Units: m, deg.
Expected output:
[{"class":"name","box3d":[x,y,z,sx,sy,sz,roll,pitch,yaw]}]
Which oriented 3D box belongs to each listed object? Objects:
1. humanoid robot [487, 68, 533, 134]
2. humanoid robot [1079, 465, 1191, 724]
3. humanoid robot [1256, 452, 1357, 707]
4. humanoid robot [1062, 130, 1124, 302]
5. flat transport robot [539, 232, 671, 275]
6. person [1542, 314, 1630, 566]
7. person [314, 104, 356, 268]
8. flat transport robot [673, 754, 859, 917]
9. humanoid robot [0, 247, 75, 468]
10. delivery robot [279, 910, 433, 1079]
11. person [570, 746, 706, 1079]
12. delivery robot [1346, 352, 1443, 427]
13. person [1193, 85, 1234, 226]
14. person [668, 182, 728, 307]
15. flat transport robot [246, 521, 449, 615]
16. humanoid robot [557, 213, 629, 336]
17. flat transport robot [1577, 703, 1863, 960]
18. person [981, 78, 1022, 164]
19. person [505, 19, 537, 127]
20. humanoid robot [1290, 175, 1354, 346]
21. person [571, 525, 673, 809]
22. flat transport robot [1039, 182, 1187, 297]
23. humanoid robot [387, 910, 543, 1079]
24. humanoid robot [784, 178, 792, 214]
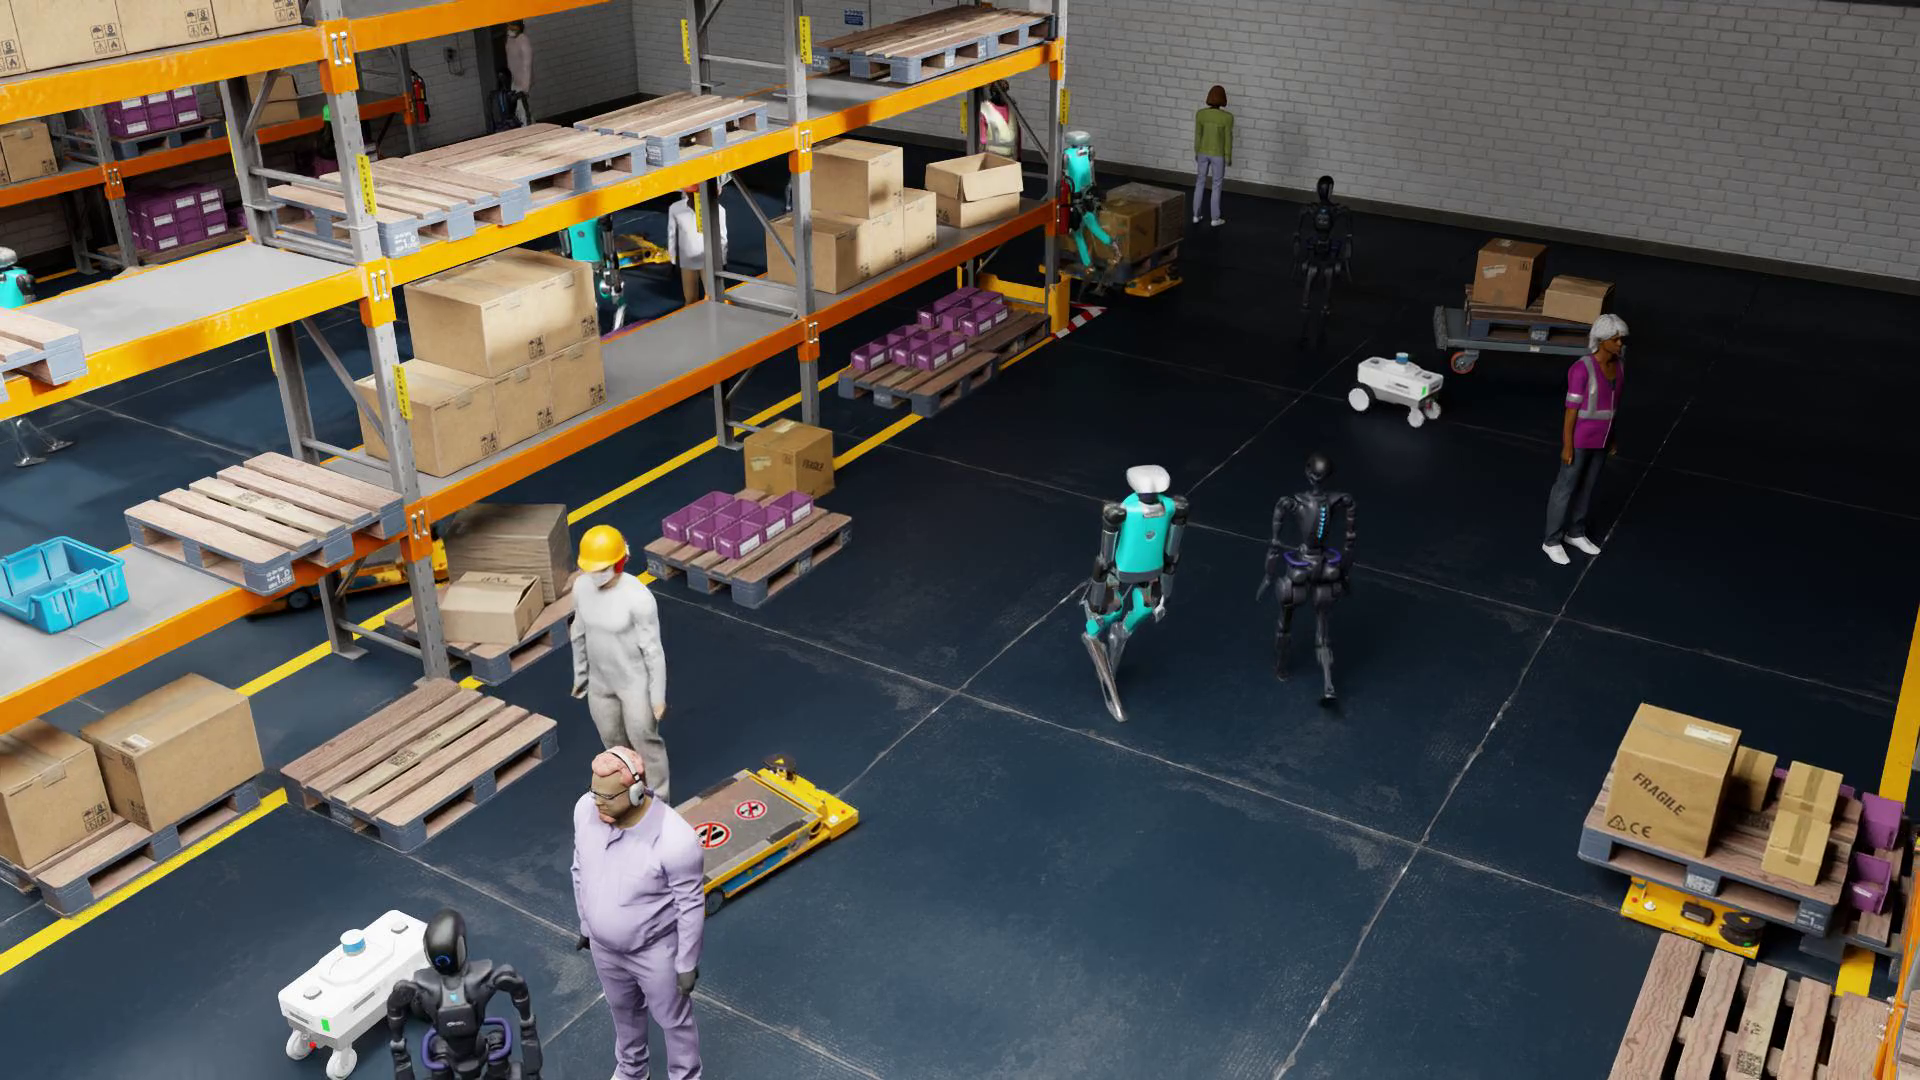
[{"class":"humanoid robot","box3d":[-5.528,-5.011,20.561,0.608,1.621,0.790,5,27,9]},{"class":"humanoid robot","box3d":[0.953,0.296,10.089,0.555,1.847,0.891,-8,28,-16]},{"class":"humanoid robot","box3d":[2.155,0.235,10.214,0.609,1.634,0.714,-5,27,-9]},{"class":"humanoid robot","box3d":[1.378,-3.210,16.995,0.770,1.852,0.549,22,34,37]},{"class":"flat transport robot","box3d":[-3.962,-3.115,18.336,1.431,0.231,0.659,-19,33,-33]},{"class":"person","box3d":[4.502,-0.726,11.884,0.506,1.847,0.340,-14,30,-26]},{"class":"person","box3d":[-6.456,-3.639,17.520,0.517,1.938,0.503,6,28,12]},{"class":"flat transport robot","box3d":[-1.288,1.640,8.967,0.659,0.231,1.431,23,35,38]},{"class":"humanoid robot","box3d":[-7.688,-1.412,13.365,0.550,1.777,0.794,16,31,28]},{"class":"delivery robot","box3d":[-2.785,2.081,7.782,0.499,0.595,0.792,15,30,26]},{"class":"person","box3d":[-1.375,1.698,7.044,0.647,1.907,0.412,14,30,25]},{"class":"delivery robot","box3d":[3.831,-1.350,14.520,0.750,0.575,0.499,24,35,39]},{"class":"person","box3d":[2.984,-4.537,19.642,0.496,1.627,0.284,19,32,32]},{"class":"person","box3d":[-2.480,-2.653,15.786,0.568,1.751,0.329,2,27,4]},{"class":"flat transport robot","box3d":[-4.396,0.192,11.819,1.431,0.231,0.659,-12,29,-22]},{"class":"humanoid robot","box3d":[-3.305,-2.377,15.293,0.542,1.805,0.802,4,27,8]},{"class":"flat transport robot","box3d":[4.046,1.671,8.904,0.659,0.231,1.431,16,31,28]},{"class":"person","box3d":[0.422,-4.430,19.208,0.635,1.823,0.620,-21,34,-35]},{"class":"person","box3d":[-5.929,-6.159,22.542,0.348,1.907,0.717,-17,31,-30]},{"class":"humanoid robot","box3d":[3.467,-2.653,15.881,0.608,1.651,0.409,8,28,15]},{"class":"person","box3d":[-1.836,0.758,8.927,0.583,1.885,0.388,13,30,23]},{"class":"flat transport robot","box3d":[1.622,-2.907,17.927,1.431,0.231,0.659,20,33,34]},{"class":"humanoid robot","box3d":[-1.900,2.124,6.496,0.586,1.641,0.651,-7,28,-13]},{"class":"humanoid robot","box3d":[-1.595,-3.197,16.941,0.395,1.637,0.611,21,33,35]}]
